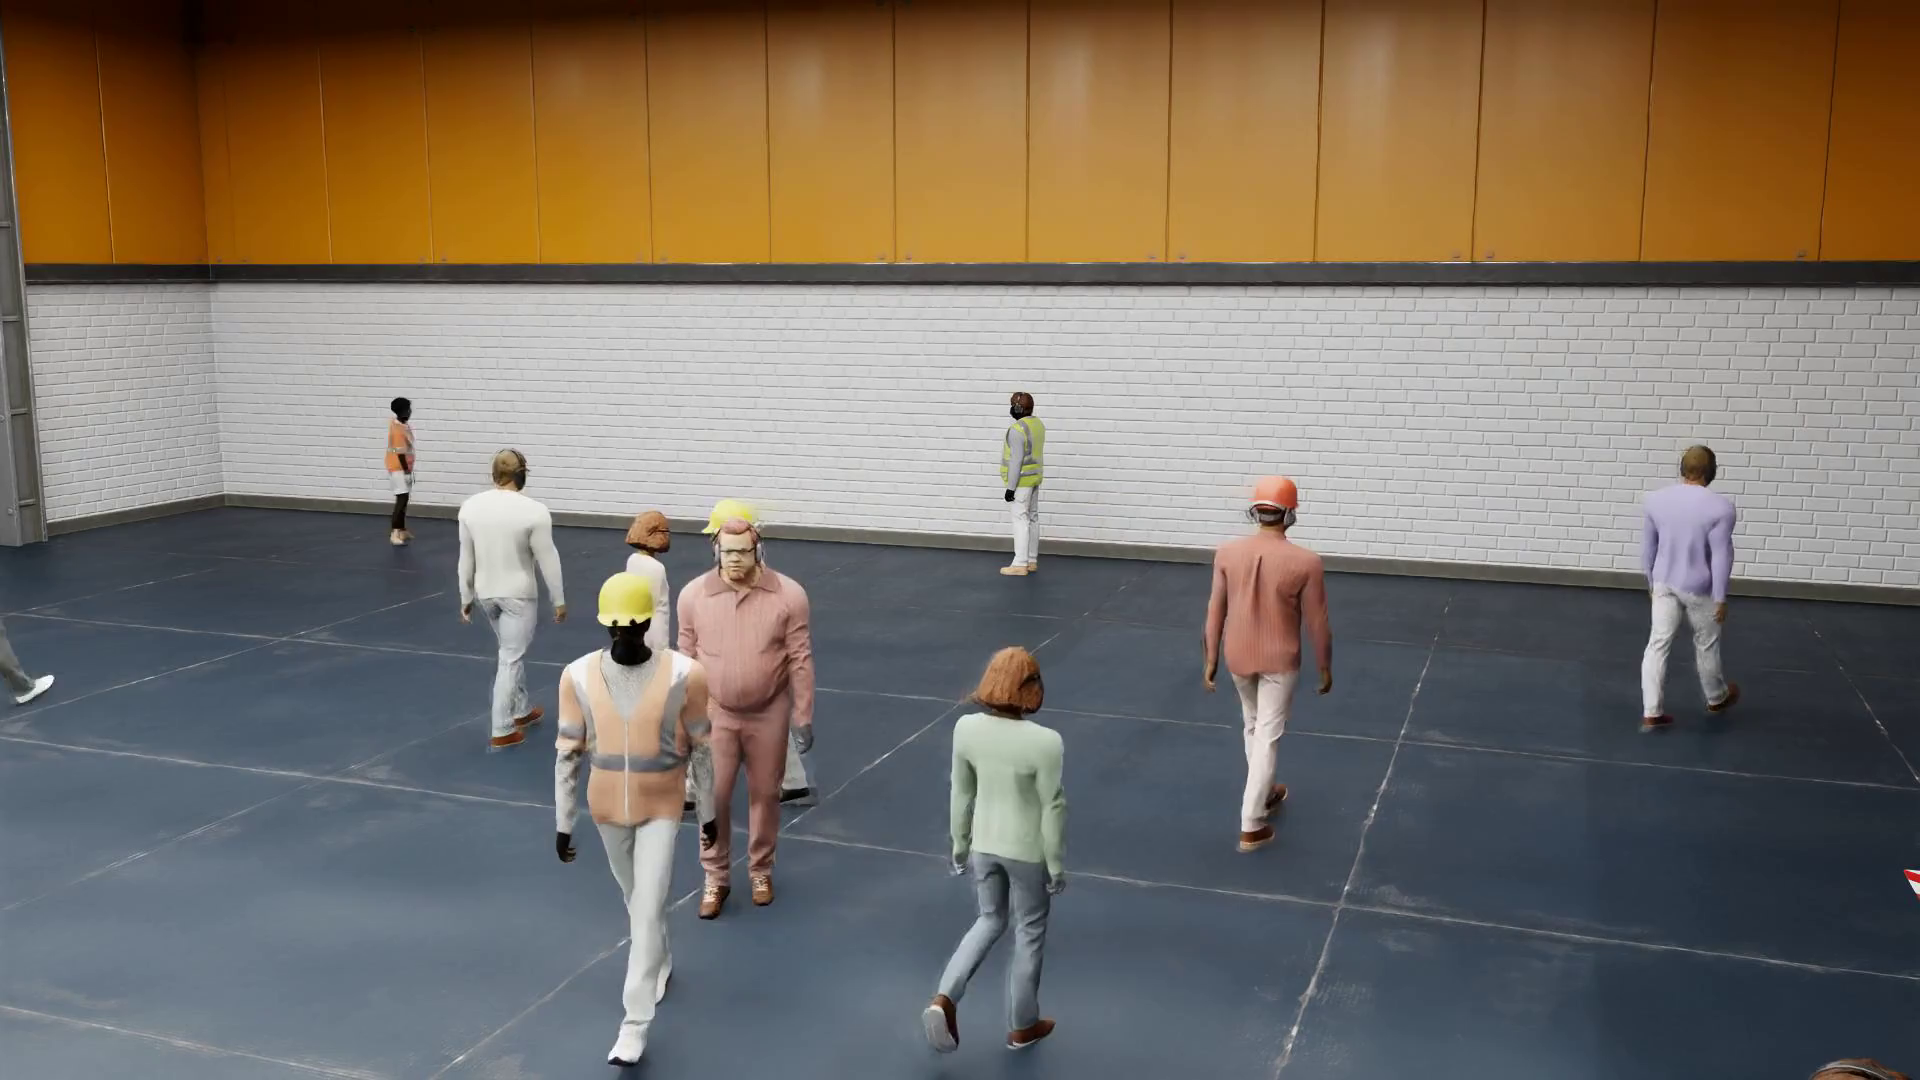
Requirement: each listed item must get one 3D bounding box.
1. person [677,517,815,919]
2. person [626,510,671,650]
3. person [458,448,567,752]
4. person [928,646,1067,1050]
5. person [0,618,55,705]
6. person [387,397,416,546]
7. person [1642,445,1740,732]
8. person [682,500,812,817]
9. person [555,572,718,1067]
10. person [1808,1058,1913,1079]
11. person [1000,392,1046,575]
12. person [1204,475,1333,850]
[{"bbox_3d":[-1.008,0.839,7.841,0.657,1.889,0.634,-1,9,-6],"label":"person"},{"bbox_3d":[-1.841,0.632,9.906,0.297,1.627,0.530,-5,10,-27],"label":"person"},{"bbox_3d":[-2.825,0.358,10.737,0.664,1.906,0.853,3,10,20],"label":"person"},{"bbox_3d":[0.156,1.211,6.377,0.504,1.618,0.565,7,12,37],"label":"person"},{"bbox_3d":[-6.756,0.280,11.331,0.635,1.873,0.984,3,10,20],"label":"person"},{"bbox_3d":[-6.232,-0.774,18.565,0.317,1.663,0.614,-3,10,-18],"label":"person"},{"bbox_3d":[4.904,0.308,11.116,0.985,1.888,0.655,-7,12,-38],"label":"person"},{"bbox_3d":[-1.274,0.659,9.281,0.945,1.777,0.620,-1,9,-8],"label":"person"},{"bbox_3d":[-1.292,1.050,6.562,0.608,1.873,1.013,1,9,5],"label":"person"},{"bbox_3d":[1.369,1.698,2.650,0.634,1.841,0.429,6,11,32],"label":"person"},{"bbox_3d":[0.613,-0.568,16.711,0.429,1.844,0.625,4,10,25],"label":"person"},{"bbox_3d":[1.706,0.622,8.964,0.658,1.952,0.939,6,11,35],"label":"person"}]
